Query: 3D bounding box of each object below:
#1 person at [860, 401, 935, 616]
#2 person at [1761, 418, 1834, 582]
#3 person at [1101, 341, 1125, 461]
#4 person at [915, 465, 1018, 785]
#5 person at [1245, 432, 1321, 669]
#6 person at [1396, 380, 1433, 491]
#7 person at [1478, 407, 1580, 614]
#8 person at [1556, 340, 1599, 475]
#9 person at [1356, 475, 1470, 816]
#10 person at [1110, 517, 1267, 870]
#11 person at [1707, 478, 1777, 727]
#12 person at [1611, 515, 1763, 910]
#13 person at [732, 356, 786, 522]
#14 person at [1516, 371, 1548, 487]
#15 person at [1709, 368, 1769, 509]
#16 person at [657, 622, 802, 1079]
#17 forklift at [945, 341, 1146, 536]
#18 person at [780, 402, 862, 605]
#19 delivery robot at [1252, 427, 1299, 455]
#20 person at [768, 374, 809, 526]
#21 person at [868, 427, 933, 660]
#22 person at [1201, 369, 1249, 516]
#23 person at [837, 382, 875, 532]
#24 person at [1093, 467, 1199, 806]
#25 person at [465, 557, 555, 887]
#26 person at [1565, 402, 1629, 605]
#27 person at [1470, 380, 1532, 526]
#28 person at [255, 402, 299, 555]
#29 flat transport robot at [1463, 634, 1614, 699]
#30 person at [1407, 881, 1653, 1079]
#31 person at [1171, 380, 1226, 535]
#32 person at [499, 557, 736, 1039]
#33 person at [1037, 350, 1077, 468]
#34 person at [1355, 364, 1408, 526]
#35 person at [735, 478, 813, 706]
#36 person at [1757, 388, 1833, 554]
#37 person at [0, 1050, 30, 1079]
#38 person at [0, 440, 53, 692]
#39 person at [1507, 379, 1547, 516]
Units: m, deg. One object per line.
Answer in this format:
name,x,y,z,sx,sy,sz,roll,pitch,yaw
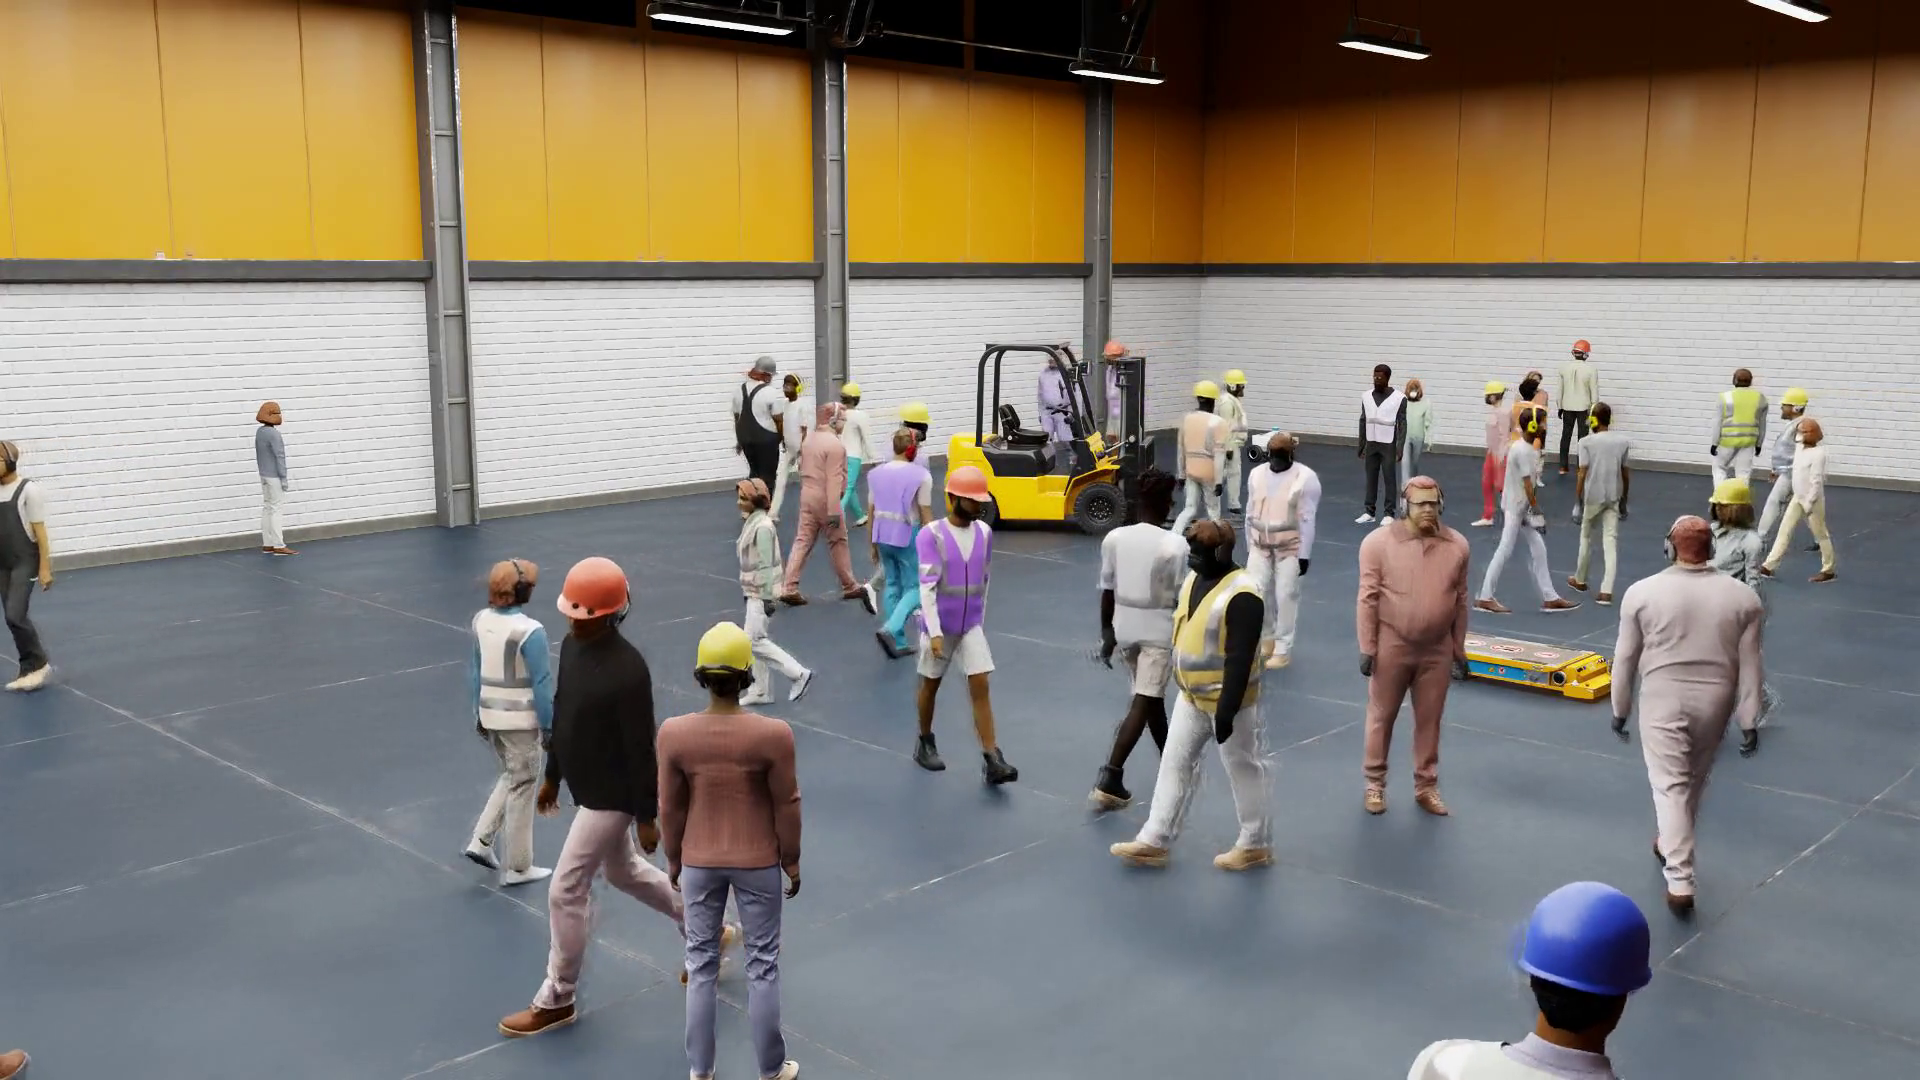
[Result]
person,-0.474,-0.251,14.384,0.731,1.903,0.595,-5,11,-28
person,8.098,-0.372,16.042,0.871,1.585,0.516,0,9,-2
person,2.315,-1.808,23.543,0.686,2.030,0.638,-4,10,-25
person,0.011,0.506,9.803,0.565,1.879,0.997,-5,11,-29
person,2.418,0.081,12.634,0.626,1.817,0.442,7,12,37
person,5.943,-1.315,21.860,0.511,1.593,0.839,2,9,10
person,5.012,-0.235,14.516,0.940,1.824,0.534,4,10,25
person,9.108,-1.951,24.521,0.622,1.993,0.382,9,13,42
person,2.519,0.588,9.240,0.646,1.908,0.404,-1,9,-4
person,1.174,0.792,8.281,0.897,1.801,0.652,-4,10,-22
person,4.988,0.443,10.708,0.803,1.717,0.477,-2,9,-12
person,3.506,0.815,8.049,0.654,1.854,1.039,2,9,9
person,-2.334,-1.205,19.812,0.711,2.000,0.565,8,12,39
person,7.945,-1.526,23.054,0.538,1.621,0.503,-2,10,-14
person,9.507,-1.192,20.391,0.666,1.825,0.603,1,9,6
person,-0.833,1.171,6.077,0.525,1.772,0.304,1,9,5
forklift,0.977,-1.223,19.452,2.313,2.155,1.214,2,9,11
person,-1.241,-0.325,15.049,0.978,1.847,0.668,-7,11,-35
delivery robot,4.937,-1.527,26.041,0.707,0.478,0.477,9,13,43
person,-1.944,-1.042,19.566,0.994,1.809,0.529,-7,12,-37
person,-0.491,0.048,12.787,0.577,1.823,0.565,6,11,32
person,3.281,-1.202,20.499,0.610,1.818,0.602,3,10,15
person,-1.264,-0.959,19.278,0.539,1.722,0.916,6,11,34
person,1.079,0.538,9.528,1.022,1.920,0.622,-9,13,-43
person,-2.177,0.899,8.178,0.514,1.630,0.355,8,12,41
person,5.847,-0.349,15.239,0.584,1.811,0.928,-1,9,-3
person,6.373,-1.006,19.493,0.598,1.742,0.540,-1,9,-5
person,-7.295,-0.655,17.684,0.507,1.632,0.274,9,13,42
flat transport robot,4.118,0.906,12.284,1.431,0.197,0.652,9,13,43
person,1.130,1.578,3.229,0.615,1.884,1.026,7,12,38
person,2.443,-0.688,17.079,0.817,1.904,0.591,-9,13,-44
person,-1.358,0.989,6.677,0.968,1.941,0.633,-5,11,-29
person,1.428,-1.896,24.500,0.657,1.891,0.672,5,10,27
person,5.012,-1.132,19.746,0.596,1.915,0.370,9,13,43
person,-1.320,0.370,11.448,0.462,1.624,0.531,-2,9,-11
person,8.872,-0.728,17.691,0.940,1.790,0.591,4,10,25
person,-3.873,1.168,5.753,0.648,1.890,1.014,5,10,27
person,-6.767,0.197,11.868,0.535,1.827,0.428,3,10,20
person,6.933,-1.129,20.397,0.541,1.696,0.315,9,13,42
